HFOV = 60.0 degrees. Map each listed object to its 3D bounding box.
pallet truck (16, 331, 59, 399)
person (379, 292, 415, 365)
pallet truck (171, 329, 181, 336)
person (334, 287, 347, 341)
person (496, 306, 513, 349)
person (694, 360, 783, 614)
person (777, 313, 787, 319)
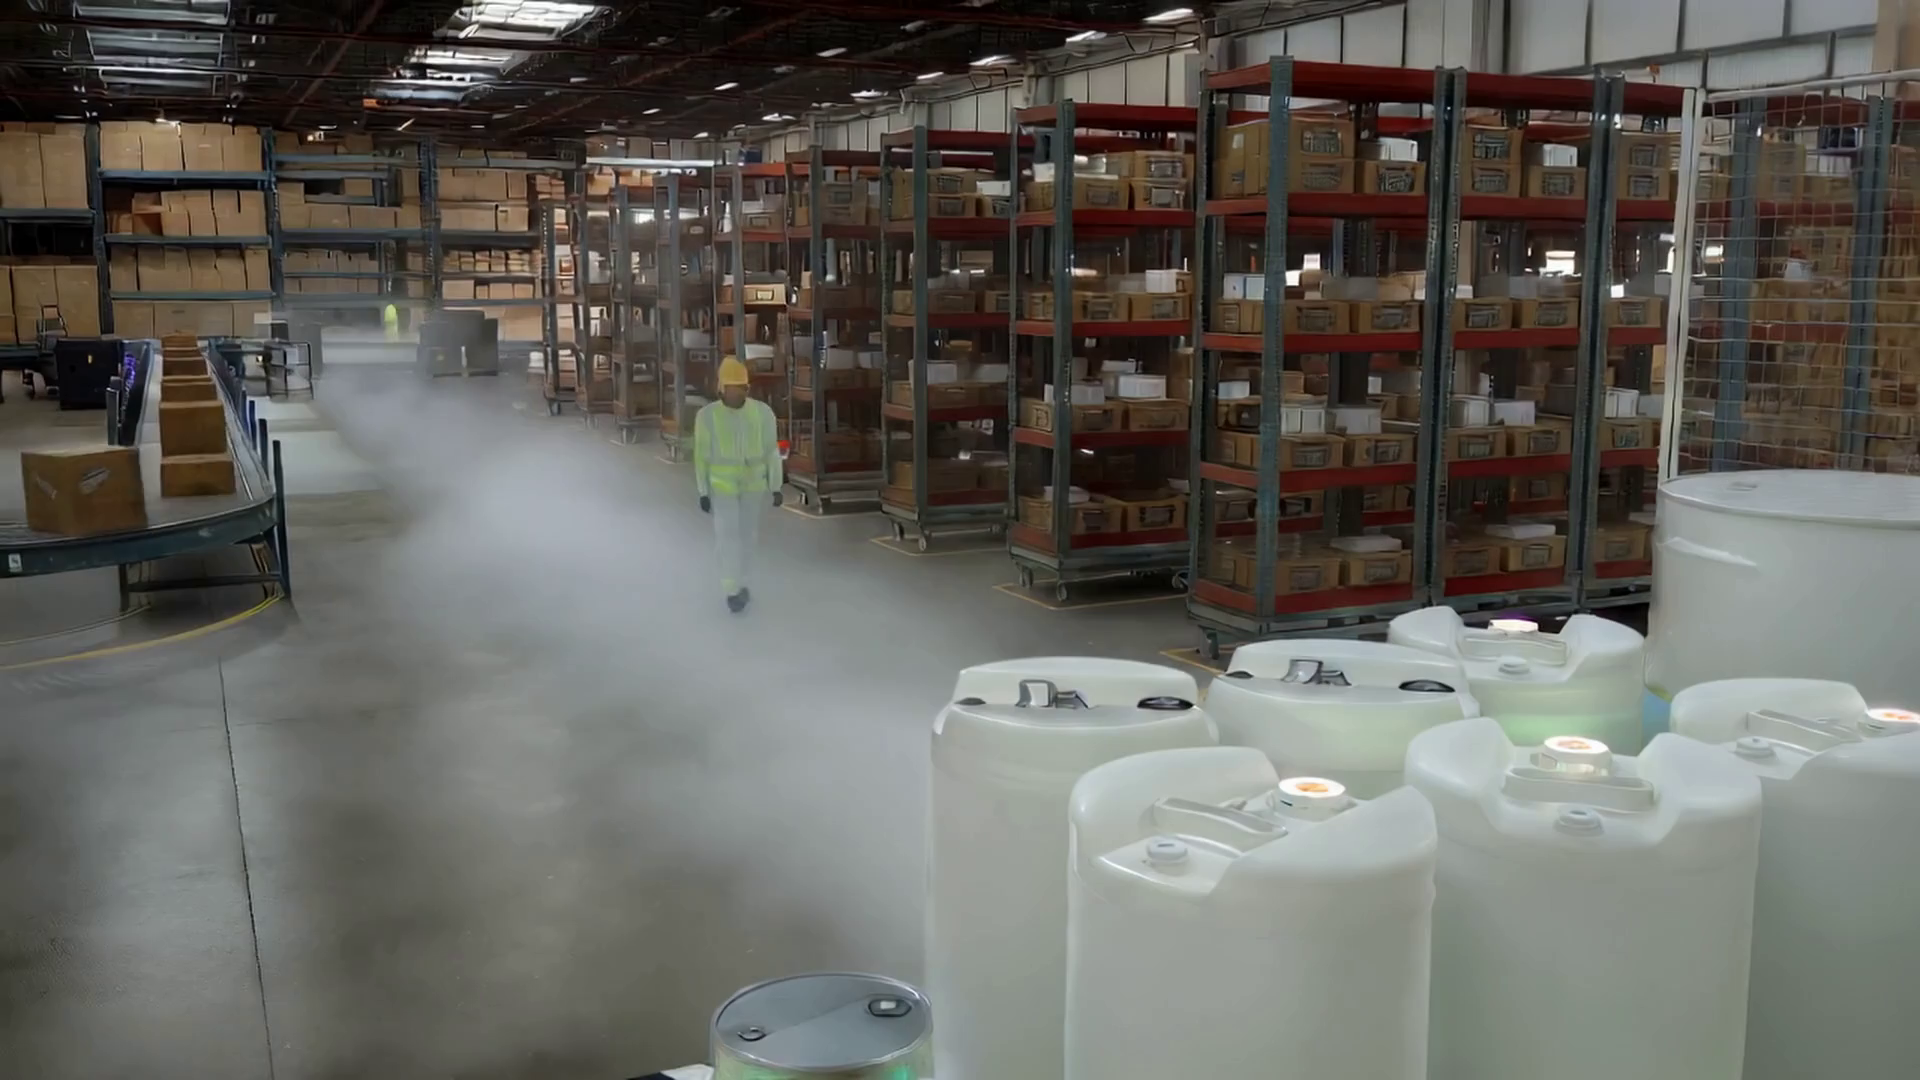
[{"bbox_3d":[-17.082,-3.353,31.781,1.630,1.274,0.653,-4,10,-25],"label":"pallet truck"},{"bbox_3d":[-14.730,-5.522,43.417,0.874,1.906,0.561,-5,10,-28],"label":"person"},{"bbox_3d":[-17.275,-3.851,35.096,1.601,1.201,0.680,0,9,1],"label":"pallet truck"},{"bbox_3d":[-19.966,-7.199,53.724,0.582,1.912,0.558,-7,11,-36],"label":"person"},{"bbox_3d":[-13.930,-6.561,50.130,0.932,1.795,0.658,-3,10,-16],"label":"person"},{"bbox_3d":[-1.571,-0.387,11.879,0.590,1.781,0.930,-3,10,-19],"label":"person"},{"bbox_3d":[-4.984,-6.006,46.230,0.614,1.946,0.389,4,10,25],"label":"person"}]
